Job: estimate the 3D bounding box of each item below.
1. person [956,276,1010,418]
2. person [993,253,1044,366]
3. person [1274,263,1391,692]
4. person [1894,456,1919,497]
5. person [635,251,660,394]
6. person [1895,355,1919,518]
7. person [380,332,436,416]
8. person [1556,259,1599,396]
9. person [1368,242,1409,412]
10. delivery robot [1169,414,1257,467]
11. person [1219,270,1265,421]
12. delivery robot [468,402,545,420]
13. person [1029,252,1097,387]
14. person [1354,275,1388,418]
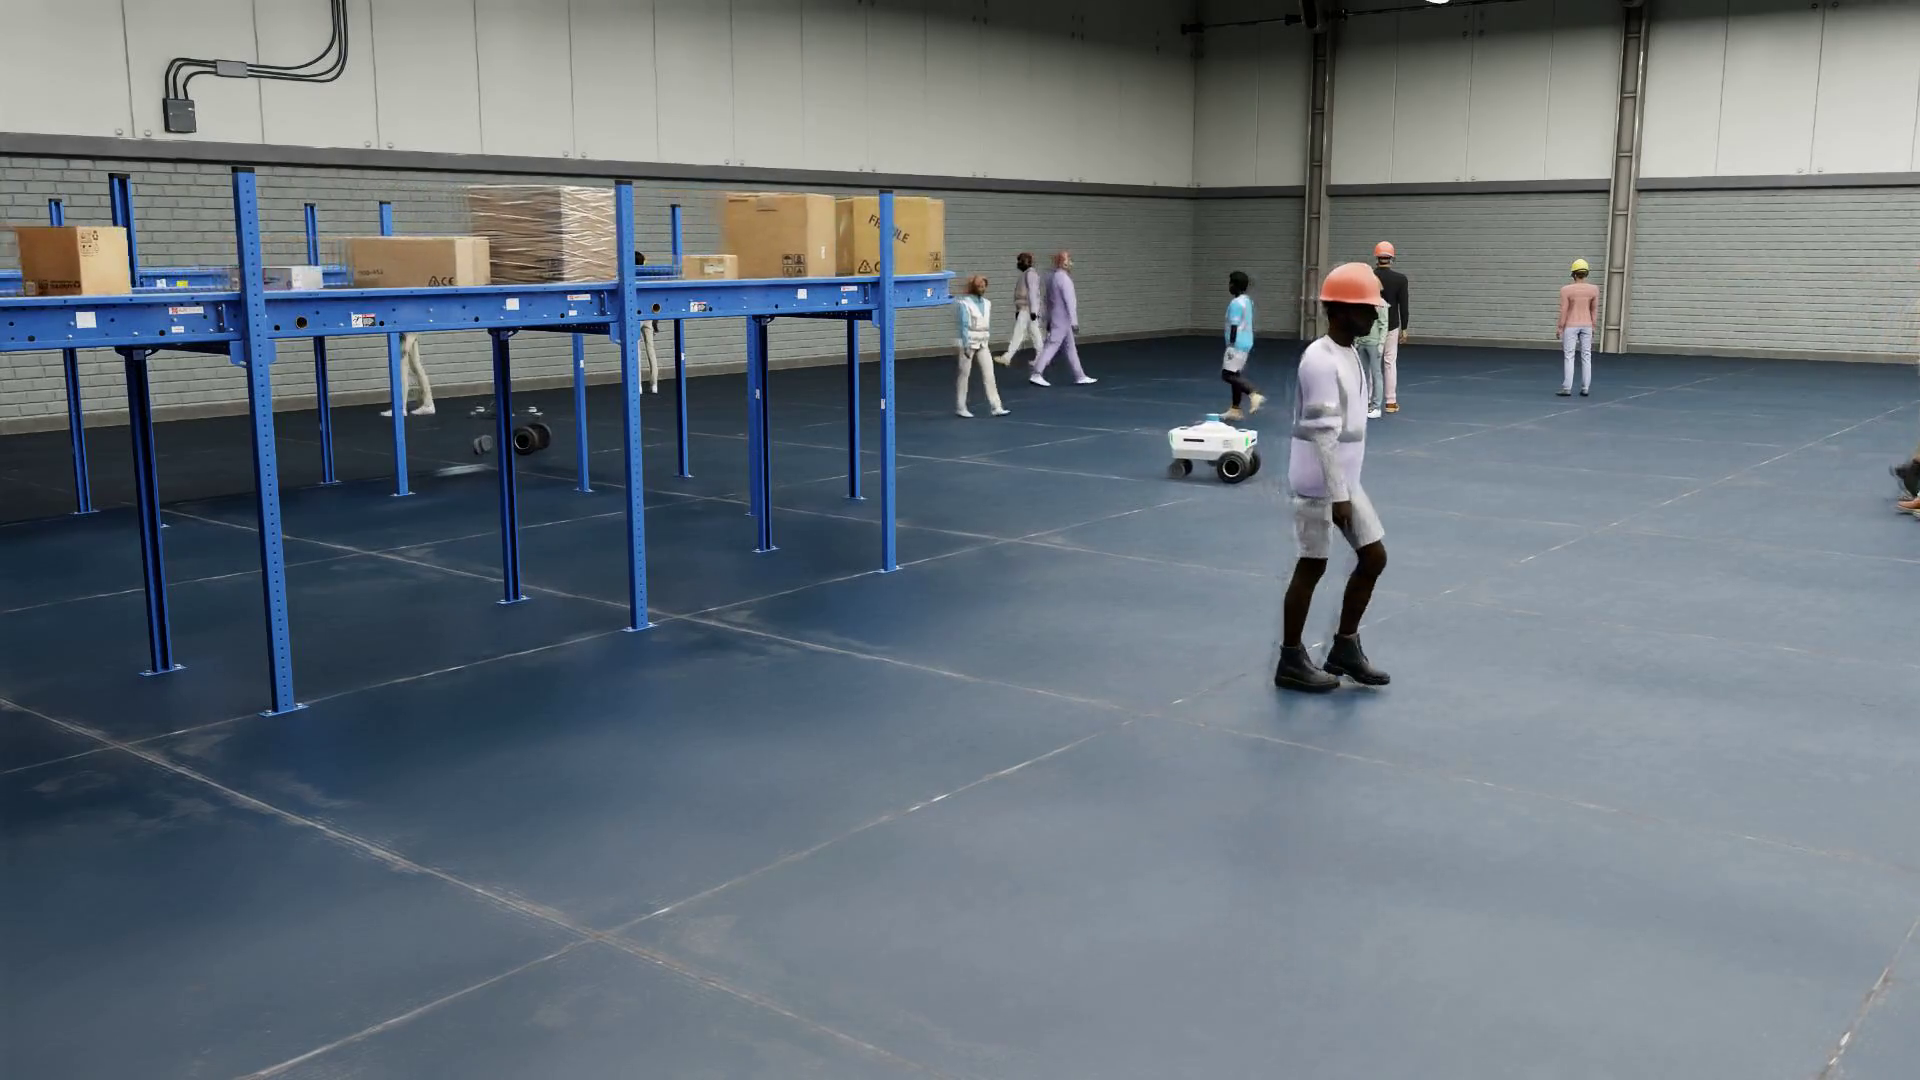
[{"bbox_3d":[0.237,-2.166,18.772,0.544,1.602,0.792,-9,14,-42],"label":"person"},{"bbox_3d":[0.965,-3.697,26.750,0.933,1.795,0.647,0,10,-2],"label":"person"},{"bbox_3d":[1.700,-0.253,7.365,0.641,1.914,0.557,6,12,32],"label":"person"},{"bbox_3d":[7.784,-1.218,12.782,0.861,1.900,0.541,9,13,40],"label":"person"},{"bbox_3d":[-4.226,-2.865,21.964,0.518,1.865,0.323,-6,12,-30],"label":"person"},{"bbox_3d":[7.148,-1.122,12.071,0.387,1.949,0.602,2,10,10],"label":"person"},{"bbox_3d":[-6.458,-2.360,19.273,0.622,1.852,0.547,0,10,1],"label":"person"},{"bbox_3d":[8.021,-2.757,21.632,0.524,1.770,0.315,-1,10,-5],"label":"person"},{"bbox_3d":[4.984,-2.518,19.677,0.624,1.992,0.390,4,11,20],"label":"person"},{"bbox_3d":[2.156,-0.834,14.196,0.707,0.478,0.477,4,11,23],"label":"delivery robot"},{"bbox_3d":[3.149,-2.161,18.559,0.475,1.679,0.542,4,11,22],"label":"person"},{"bbox_3d":[-4.354,-1.281,15.951,0.698,0.223,0.335,1,10,5],"label":"delivery robot"},{"bbox_3d":[1.413,-3.054,23.051,1.013,1.857,0.664,-2,10,-12],"label":"person"},{"bbox_3d":[4.682,-2.219,19.025,0.287,1.631,0.501,-5,11,-24],"label":"person"}]
